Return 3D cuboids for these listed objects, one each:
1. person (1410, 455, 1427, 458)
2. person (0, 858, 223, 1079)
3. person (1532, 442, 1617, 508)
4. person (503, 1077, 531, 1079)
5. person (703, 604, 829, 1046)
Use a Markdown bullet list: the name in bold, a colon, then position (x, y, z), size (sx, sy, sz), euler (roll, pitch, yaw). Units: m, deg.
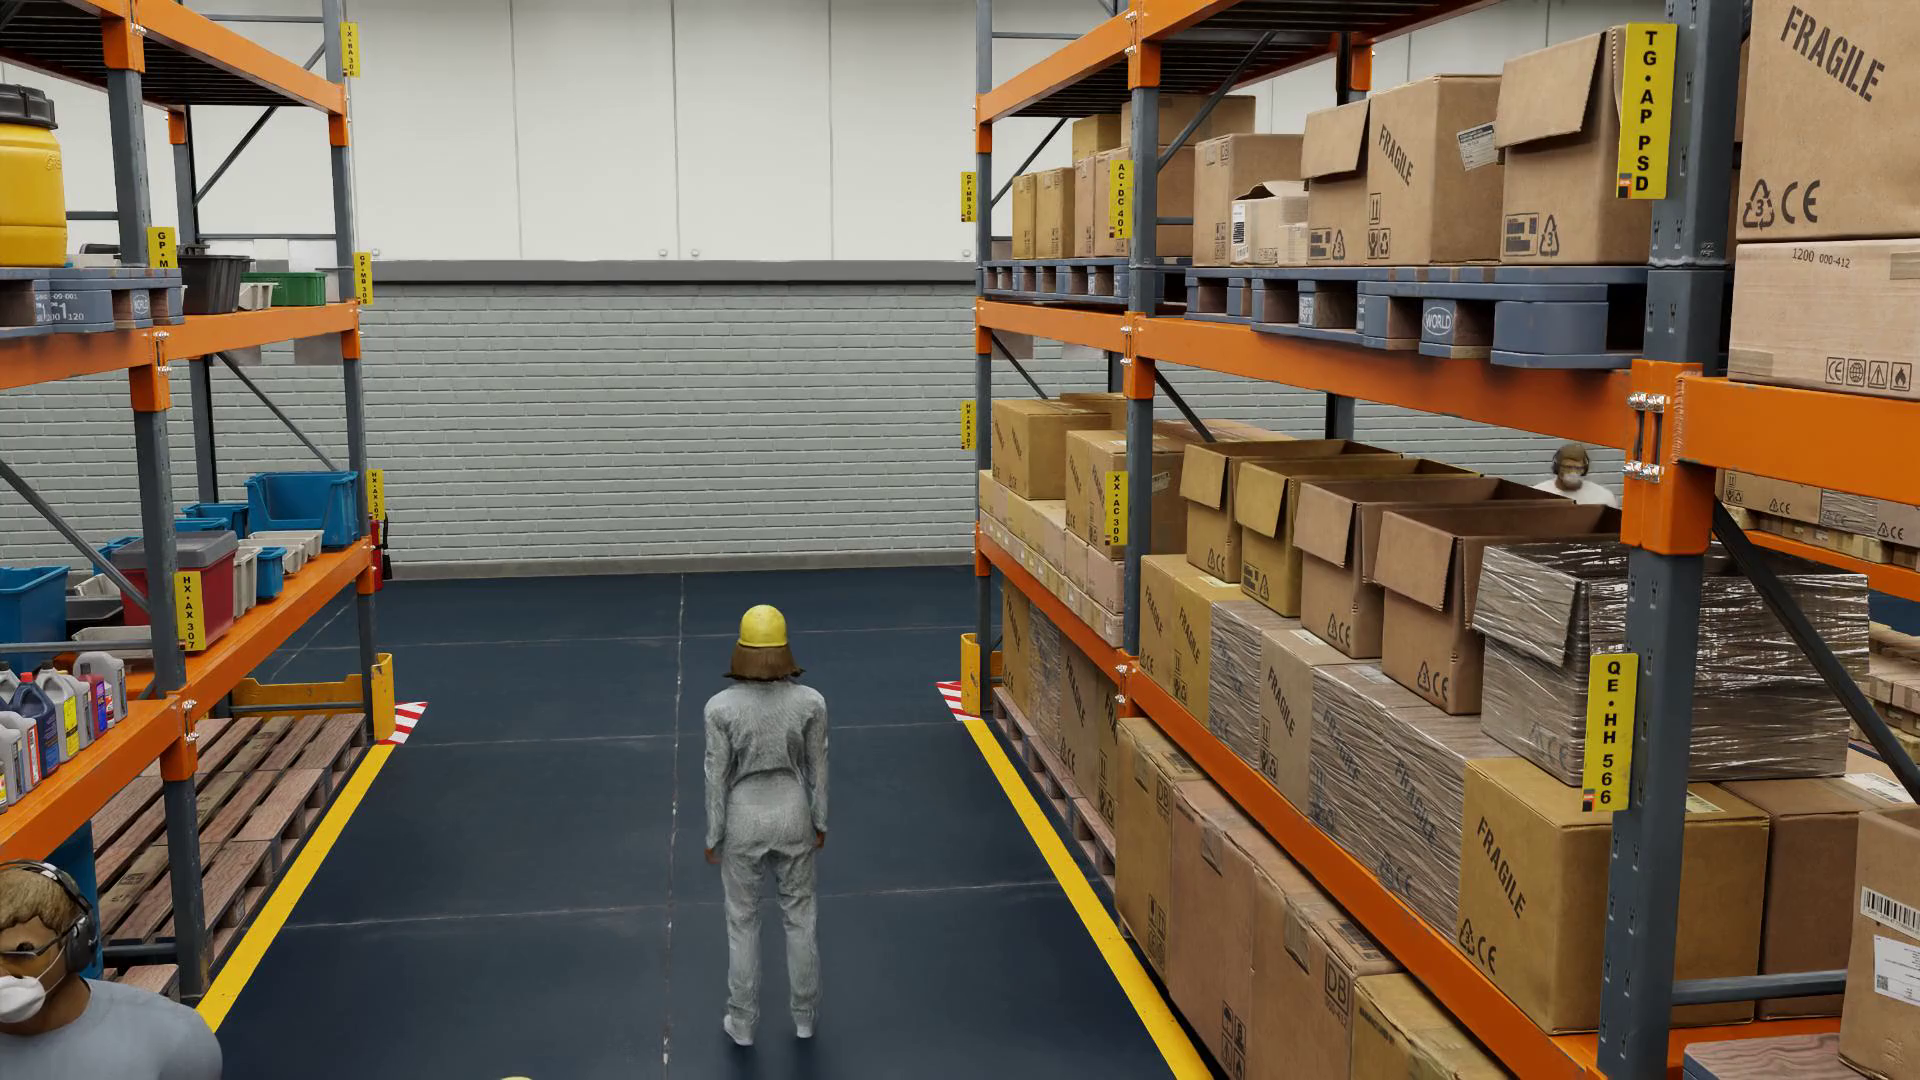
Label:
- **person**: position (2.509, 0.522, 9.279), size (0.681, 2.000, 0.536), euler (-2, 9, -13)
- **person**: position (-1.749, 1.550, 3.247), size (0.627, 1.941, 0.371), euler (-2, 9, -13)
- **person**: position (4.155, 0.247, 11.480), size (0.627, 1.897, 1.004), euler (3, 10, 16)
- **person**: position (-0.666, 1.712, 2.579), size (0.586, 1.833, 0.403), euler (0, 9, -1)
- **person**: position (-0.759, 1.114, 6.544), size (0.493, 1.742, 0.313), euler (-3, 10, -15)
